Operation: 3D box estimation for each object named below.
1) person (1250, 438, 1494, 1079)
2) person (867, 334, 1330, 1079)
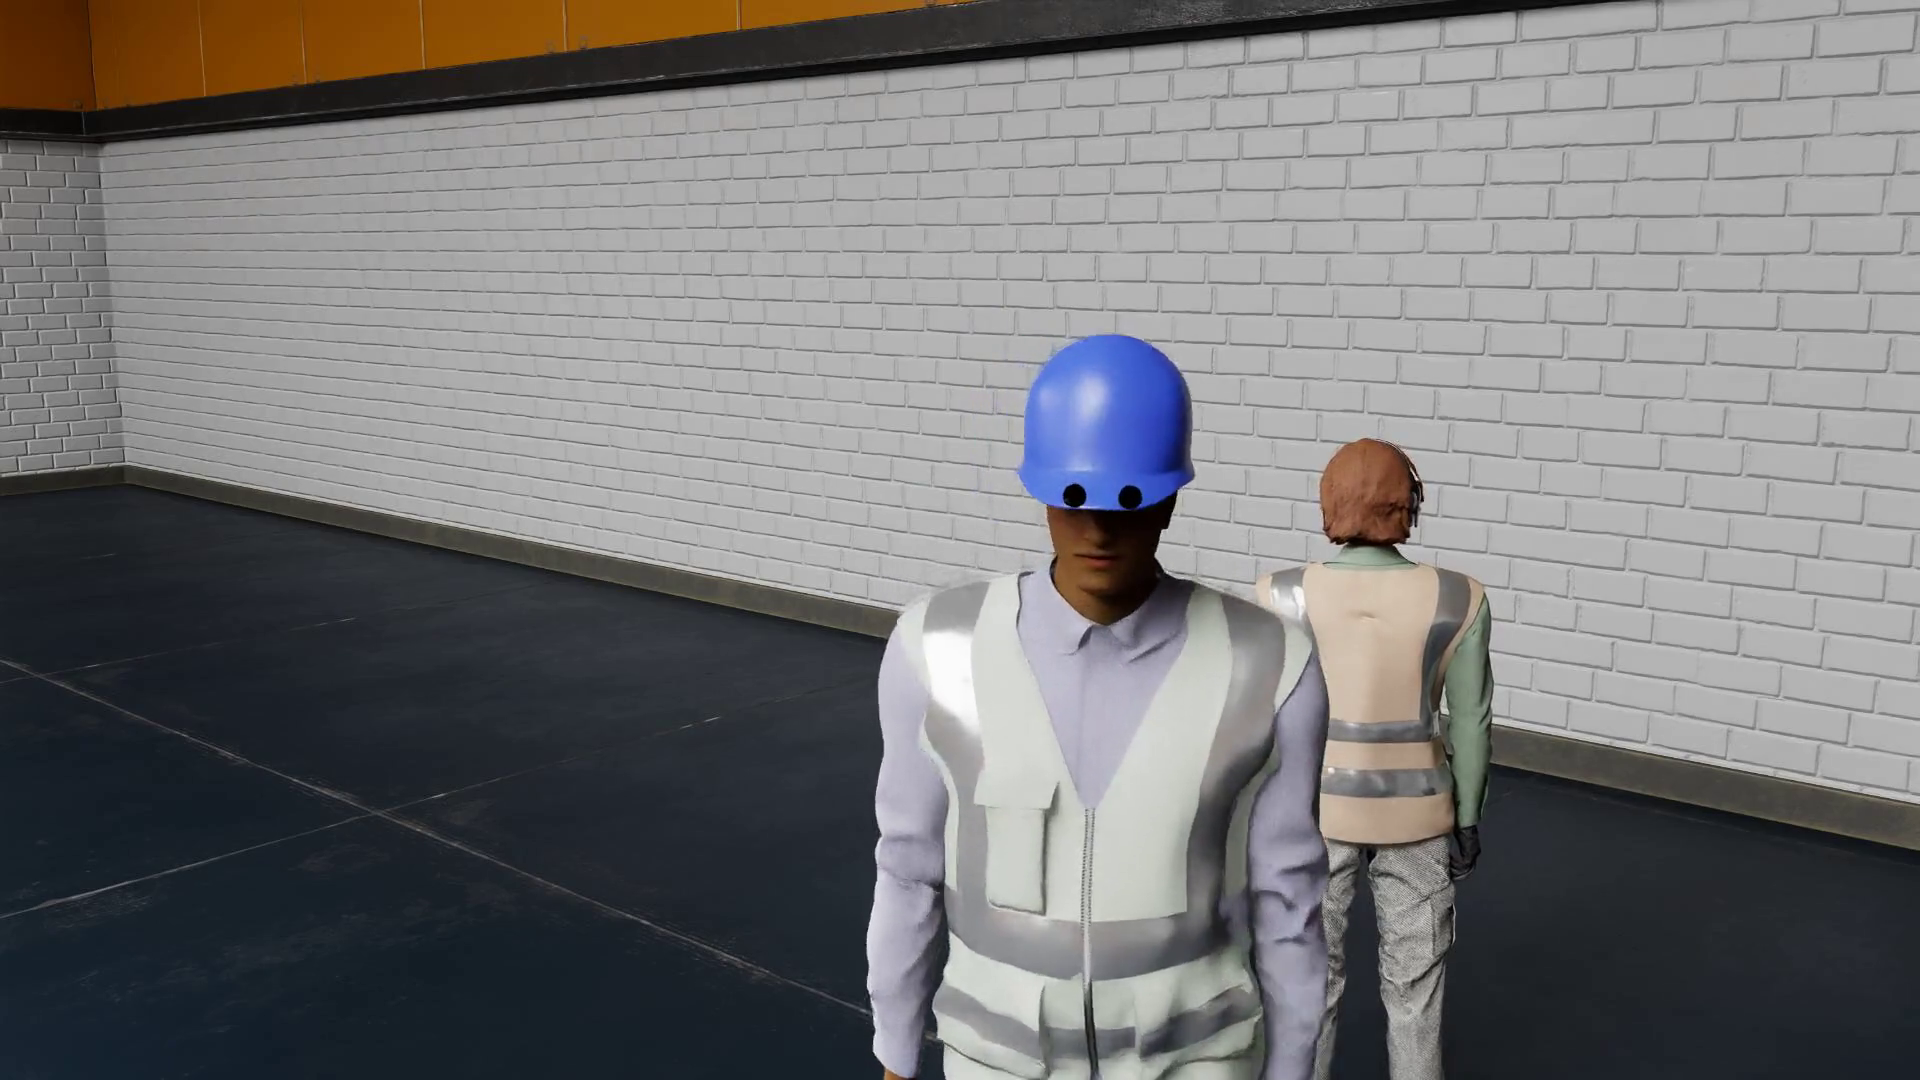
[{"bbox_3d":[0.844,0.602,3.497,0.514,1.639,0.310,2,10,9],"label":"person"},{"bbox_3d":[0.189,0.670,2.290,0.620,1.921,0.699,1,10,8],"label":"person"}]
